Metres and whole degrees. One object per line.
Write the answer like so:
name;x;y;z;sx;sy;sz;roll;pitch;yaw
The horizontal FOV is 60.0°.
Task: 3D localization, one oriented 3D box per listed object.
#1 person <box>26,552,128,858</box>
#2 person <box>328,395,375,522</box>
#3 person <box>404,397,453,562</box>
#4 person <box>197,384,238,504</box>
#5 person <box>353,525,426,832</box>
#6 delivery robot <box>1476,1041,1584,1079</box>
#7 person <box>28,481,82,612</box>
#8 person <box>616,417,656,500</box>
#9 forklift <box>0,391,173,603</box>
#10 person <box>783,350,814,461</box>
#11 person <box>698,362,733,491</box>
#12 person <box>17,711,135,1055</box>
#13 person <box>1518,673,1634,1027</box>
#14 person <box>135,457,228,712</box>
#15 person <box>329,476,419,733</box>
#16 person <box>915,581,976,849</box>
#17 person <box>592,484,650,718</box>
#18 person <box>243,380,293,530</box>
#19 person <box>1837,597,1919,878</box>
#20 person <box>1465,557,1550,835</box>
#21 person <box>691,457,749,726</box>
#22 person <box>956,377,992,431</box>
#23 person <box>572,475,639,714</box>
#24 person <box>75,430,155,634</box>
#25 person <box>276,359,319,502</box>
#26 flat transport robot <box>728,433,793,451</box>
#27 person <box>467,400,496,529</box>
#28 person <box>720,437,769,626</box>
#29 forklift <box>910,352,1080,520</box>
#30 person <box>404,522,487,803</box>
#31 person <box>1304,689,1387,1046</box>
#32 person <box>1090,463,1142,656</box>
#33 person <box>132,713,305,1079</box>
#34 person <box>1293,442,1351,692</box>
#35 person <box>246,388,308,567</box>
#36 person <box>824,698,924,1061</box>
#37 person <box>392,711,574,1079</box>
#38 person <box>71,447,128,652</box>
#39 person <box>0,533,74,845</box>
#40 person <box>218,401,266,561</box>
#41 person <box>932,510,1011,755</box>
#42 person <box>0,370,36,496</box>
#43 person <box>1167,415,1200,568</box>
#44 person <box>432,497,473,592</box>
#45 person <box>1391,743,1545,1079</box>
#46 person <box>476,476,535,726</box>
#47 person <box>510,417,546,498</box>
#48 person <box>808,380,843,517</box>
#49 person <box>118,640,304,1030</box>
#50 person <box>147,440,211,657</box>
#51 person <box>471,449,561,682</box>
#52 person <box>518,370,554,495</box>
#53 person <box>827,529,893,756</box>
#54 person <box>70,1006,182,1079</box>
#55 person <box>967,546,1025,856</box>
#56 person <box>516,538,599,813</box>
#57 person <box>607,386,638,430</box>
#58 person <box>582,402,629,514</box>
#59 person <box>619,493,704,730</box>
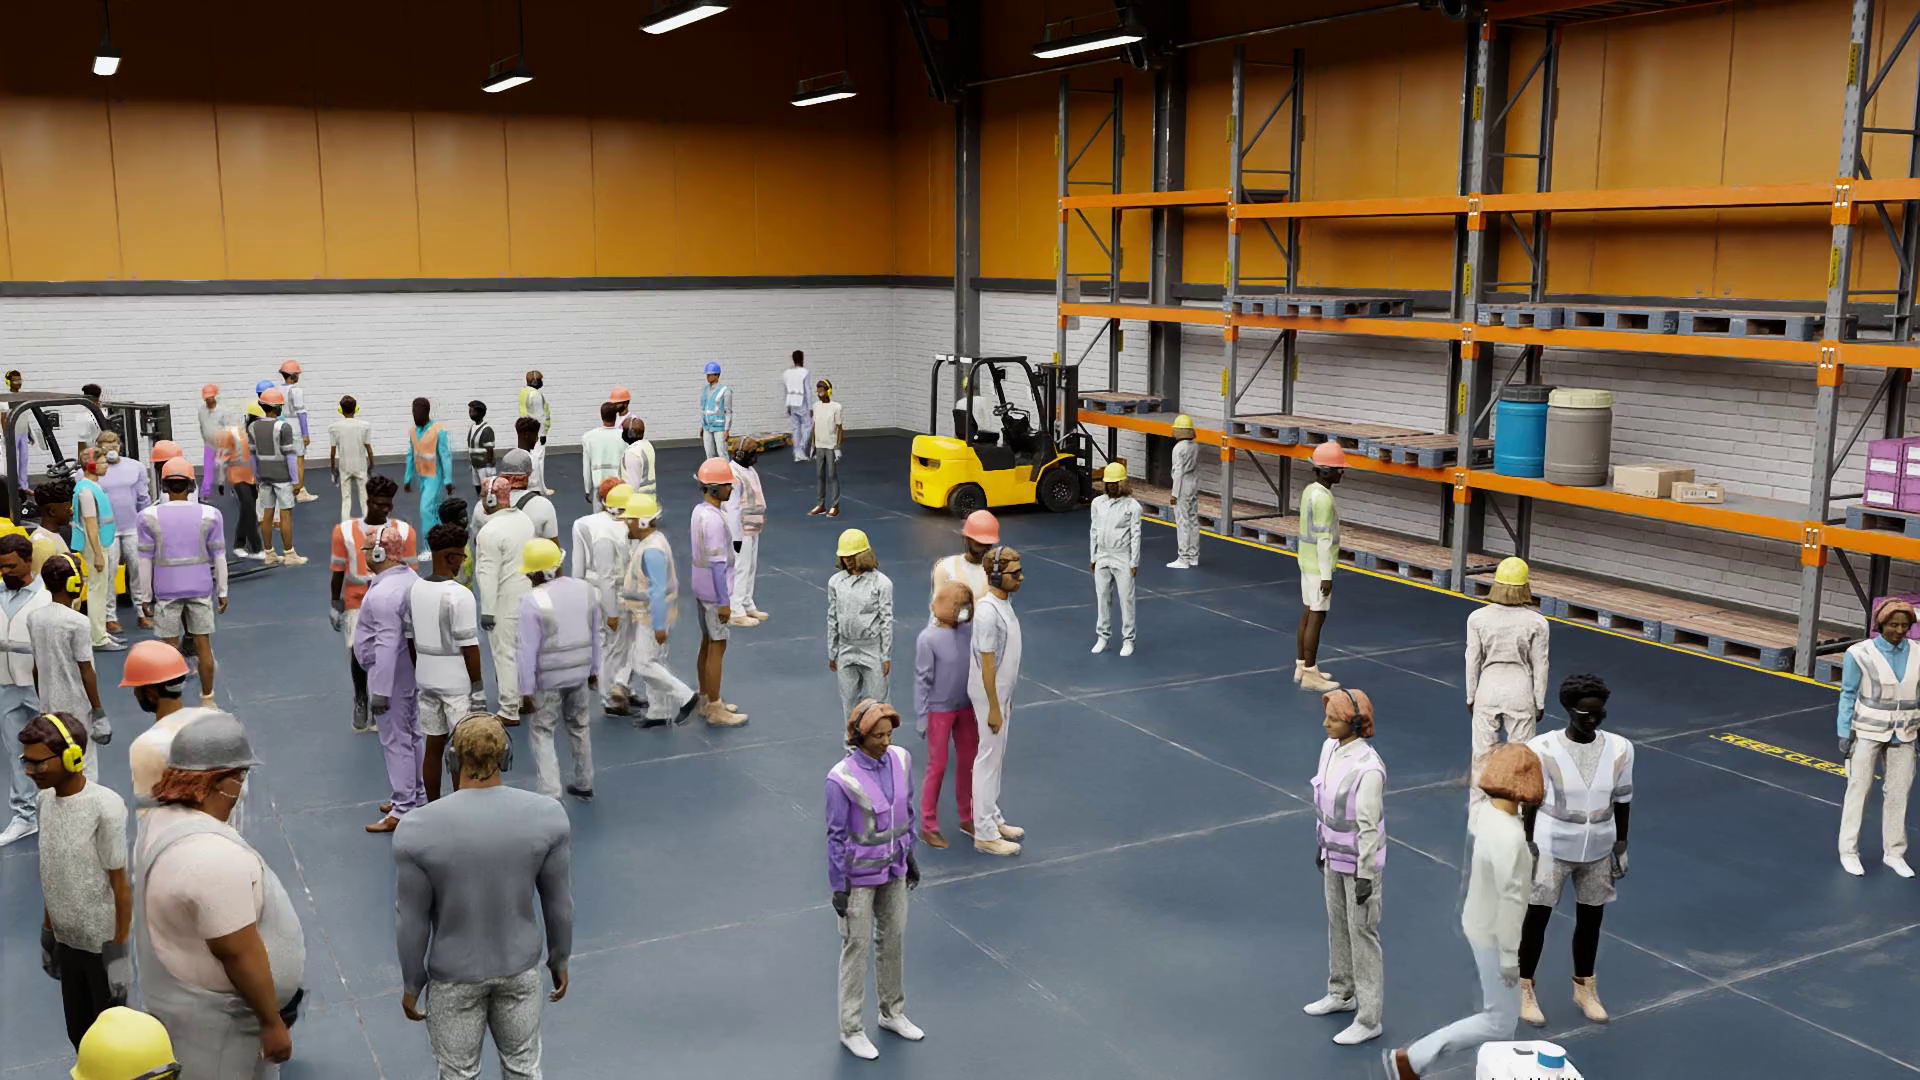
person;-5.149;0.999;9.643;0.517;1.860;0.322;5;11;28
person;-7.351;-0.825;20.147;0.511;1.860;0.333;-3;10;-16
person;-6.243;-0.700;19.293;0.631;1.893;0.698;7;12;36
person;-10.639;-1.378;23.776;0.572;1.694;0.912;2;10;10
person;-3.547;0.852;10.347;0.409;1.907;0.651;-1;10;-5
delivery robot;2.249;2.173;6.359;0.477;0.478;0.707;-1;10;-3
person;-6.480;0.552;11.933;0.378;1.958;0.605;-4;11;-22
person;-3.451;-0.387;17.666;0.429;1.844;0.626;0;10;3
forklift;-9.026;-0.363;16.508;1.214;2.155;2.313;6;11;29
person;-2.735;-2.280;28.361;0.657;1.908;0.464;8;12;37
person;-3.651;-1.679;24.792;0.604;1.949;0.389;7;12;35
person;-3.376;1.564;6.410;0.526;1.857;0.343;5;11;29
person;2.825;1.424;7.683;0.536;1.688;0.322;0;10;-3
person;-5.936;0.378;12.727;0.614;2.031;0.402;-5;11;-29
person;-4.340;0.484;12.352;0.649;1.940;0.498;-4;11;-23
person;-0.035;1.041;10.063;0.530;1.621;0.352;-9;14;-43
person;-2.611;0.468;12.821;0.403;1.817;0.602;1;10;5
person;-8.912;-1.090;21.441;0.604;1.939;0.415;3;10;19
person;5.295;1.128;9.553;0.524;1.631;0.315;0;10;1
person;3.335;0.964;10.171;0.487;1.744;0.294;4;11;23
person;-1.838;0.389;12.617;0.378;2.044;0.608;-4;11;-20
person;0.223;-1.540;24.610;0.564;1.736;0.381;3;10;18
person;-2.694;0.433;12.843;0.604;1.874;0.437;-1;10;-7
person;-7.942;-0.081;15.667;0.637;1.926;0.367;-9;13;-42
person;-9.537;-1.561;23.834;0.608;2.046;0.367;6;12;32
flat transport robot;-3.643;-1.781;30.206;0.652;0.197;1.431;4;11;22
person;-6.142;-0.955;21.347;0.317;1.695;0.540;-8;13;-40
person;-2.072;-0.084;15.967;0.429;1.830;0.635;1;10;7
forklift;0.460;-1.461;22.833;2.313;2.155;1.214;-5;11;-28
person;-3.104;0.862;10.132;0.603;1.959;0.375;6;12;33
person;1.776;1.470;7.594;0.318;1.630;0.514;-2;10;-12
person;1.370;0.170;14.774;0.481;1.734;0.329;6;11;31
person;-2.668;1.570;5.822;0.990;2.000;0.693;-7;12;-37
person;2.972;0.214;13.623;0.391;2.040;0.615;0;10;1
person;-7.782;-0.711;18.947;0.605;2.045;0.378;3;10;18
person;-0.397;1.496;7.433;0.313;1.630;0.528;9;13;40
person;-1.735;1.584;6.120;0.635;1.916;0.381;-5;11;-27
person;-7.757;0.088;14.925;0.386;1.843;0.568;-5;11;-26
person;-5.627;0.895;10.073;0.591;1.915;0.393;1;10;3
person;-8.236;-0.688;19.331;0.869;1.856;0.599;7;12;36
person;0.045;0.697;11.280;0.566;1.898;0.809;-2;10;-12
person;-13.734;-1.544;24.245;0.310;1.868;0.533;3;10;14
person;2.536;-0.552;18.898;0.323;1.743;0.489;8;12;38
person;-3.967;0.500;13.004;0.322;1.688;0.536;0;10;-1
person;2.118;1.612;6.782;0.573;1.611;0.531;2;10;11
person;-3.468;0.461;12.636;0.397;1.900;0.649;2;10;13
person;-4.294;-0.248;16.527;0.369;1.958;0.602;-9;13;-41
person;-1.818;-1.246;22.546;0.520;1.865;0.328;6;12;32
person;-3.333;1.375;7.338;0.701;1.910;0.560;2;10;13
person;-6.940;0.076;14.753;0.387;1.929;0.547;0;10;-3
person;-3.484;0.279;13.254;0.682;2.000;0.538;1;10;4
person;-6.257;-1.584;24.554;0.429;1.842;0.636;-7;12;-37
person;-0.689;0.775;11.303;0.489;1.730;0.327;4;11;23
person;-1.996;2.003;4.121;0.331;1.768;0.526;4;11;23
person;0.227;0.949;9.962;0.350;1.847;0.506;2;10;11
person;-2.524;0.870;10.585;0.499;1.804;0.673;8;13;39
person;-4.160;-0.938;20.598;0.387;1.928;0.546;-8;13;-40
person;-3.914;-0.589;18.635;0.588;1.912;0.390;-2;10;-11
person;-2.253;0.550;12.349;0.521;1.818;0.594;-2;10;-9
